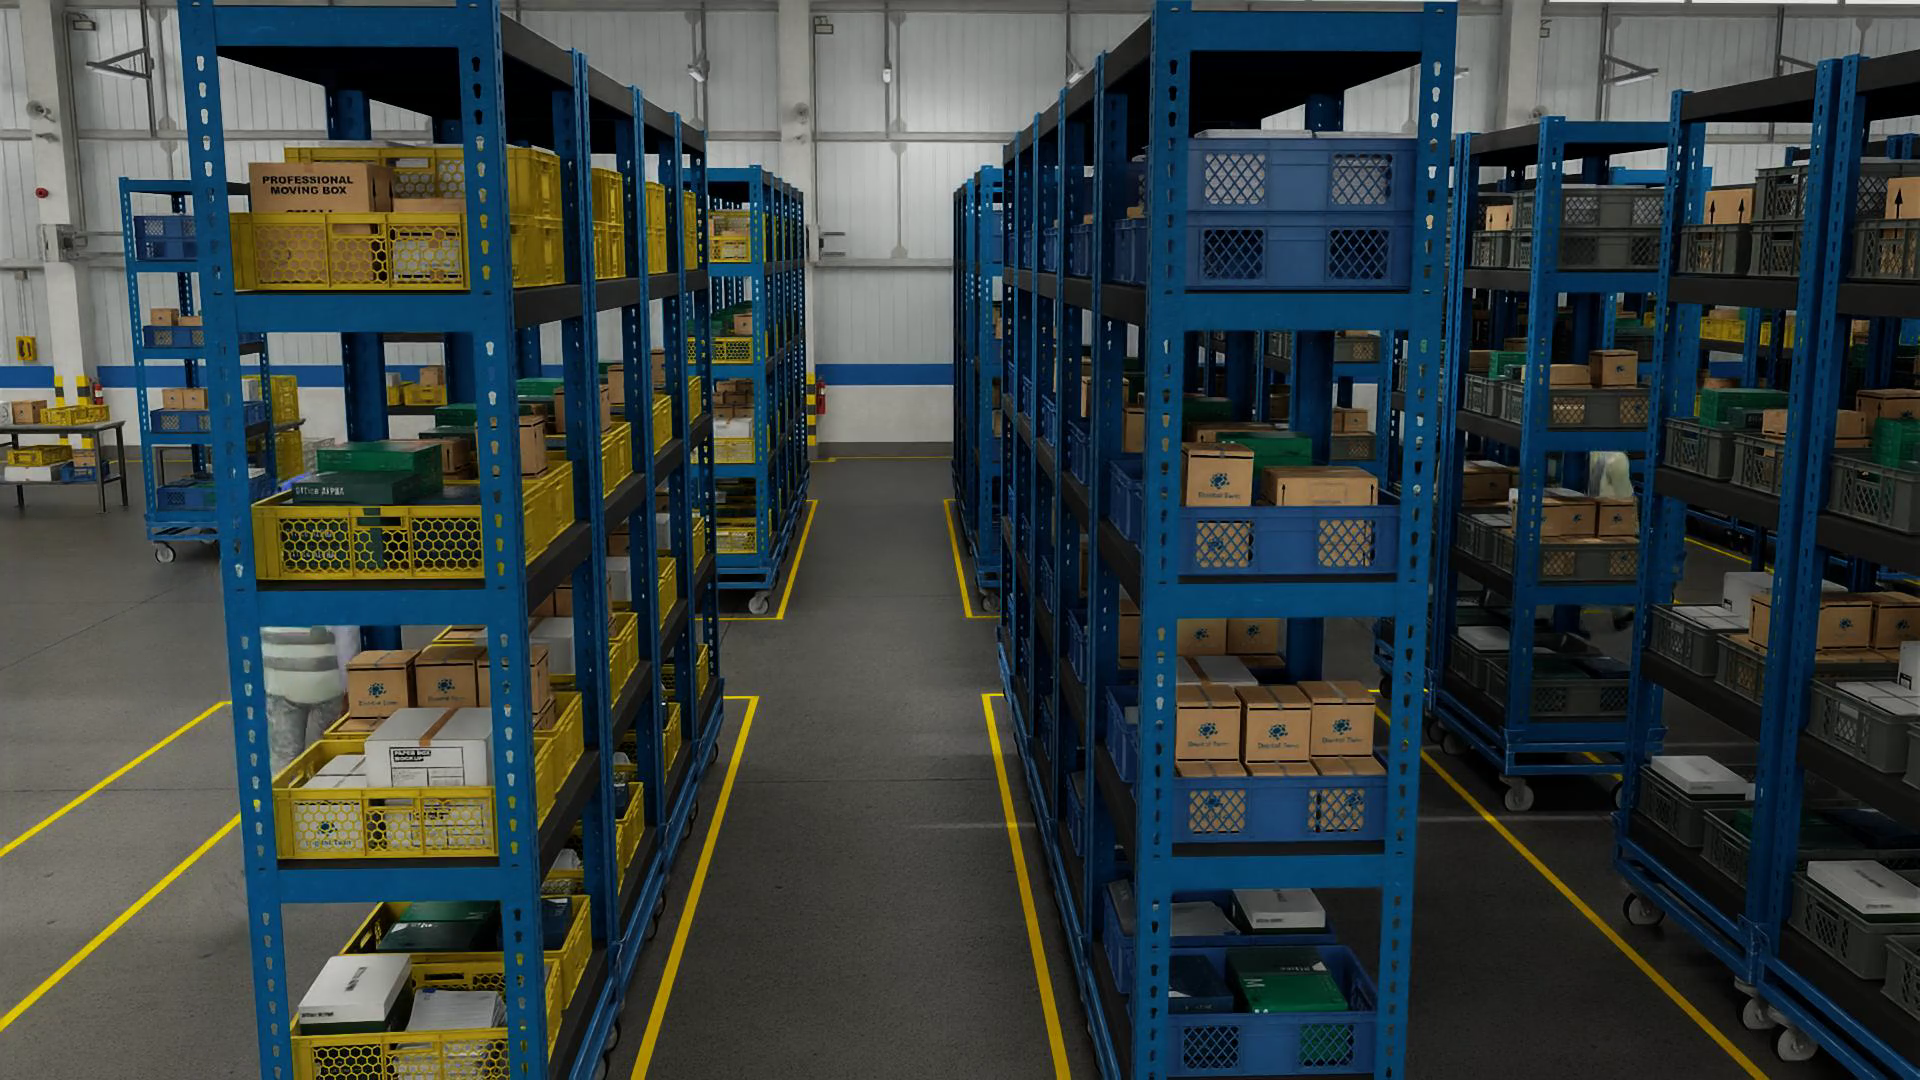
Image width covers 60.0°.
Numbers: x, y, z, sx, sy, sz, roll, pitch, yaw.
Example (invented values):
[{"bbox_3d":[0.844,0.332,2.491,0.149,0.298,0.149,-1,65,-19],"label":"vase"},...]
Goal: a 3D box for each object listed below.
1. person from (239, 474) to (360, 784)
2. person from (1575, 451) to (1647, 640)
[{"bbox_3d":[-3.043,0.634,7.938,0.609,1.917,0.849,2,10,9],"label":"person"},{"bbox_3d":[4.939,-0.126,12.613,0.912,1.788,0.599,-2,10,-11],"label":"person"}]
